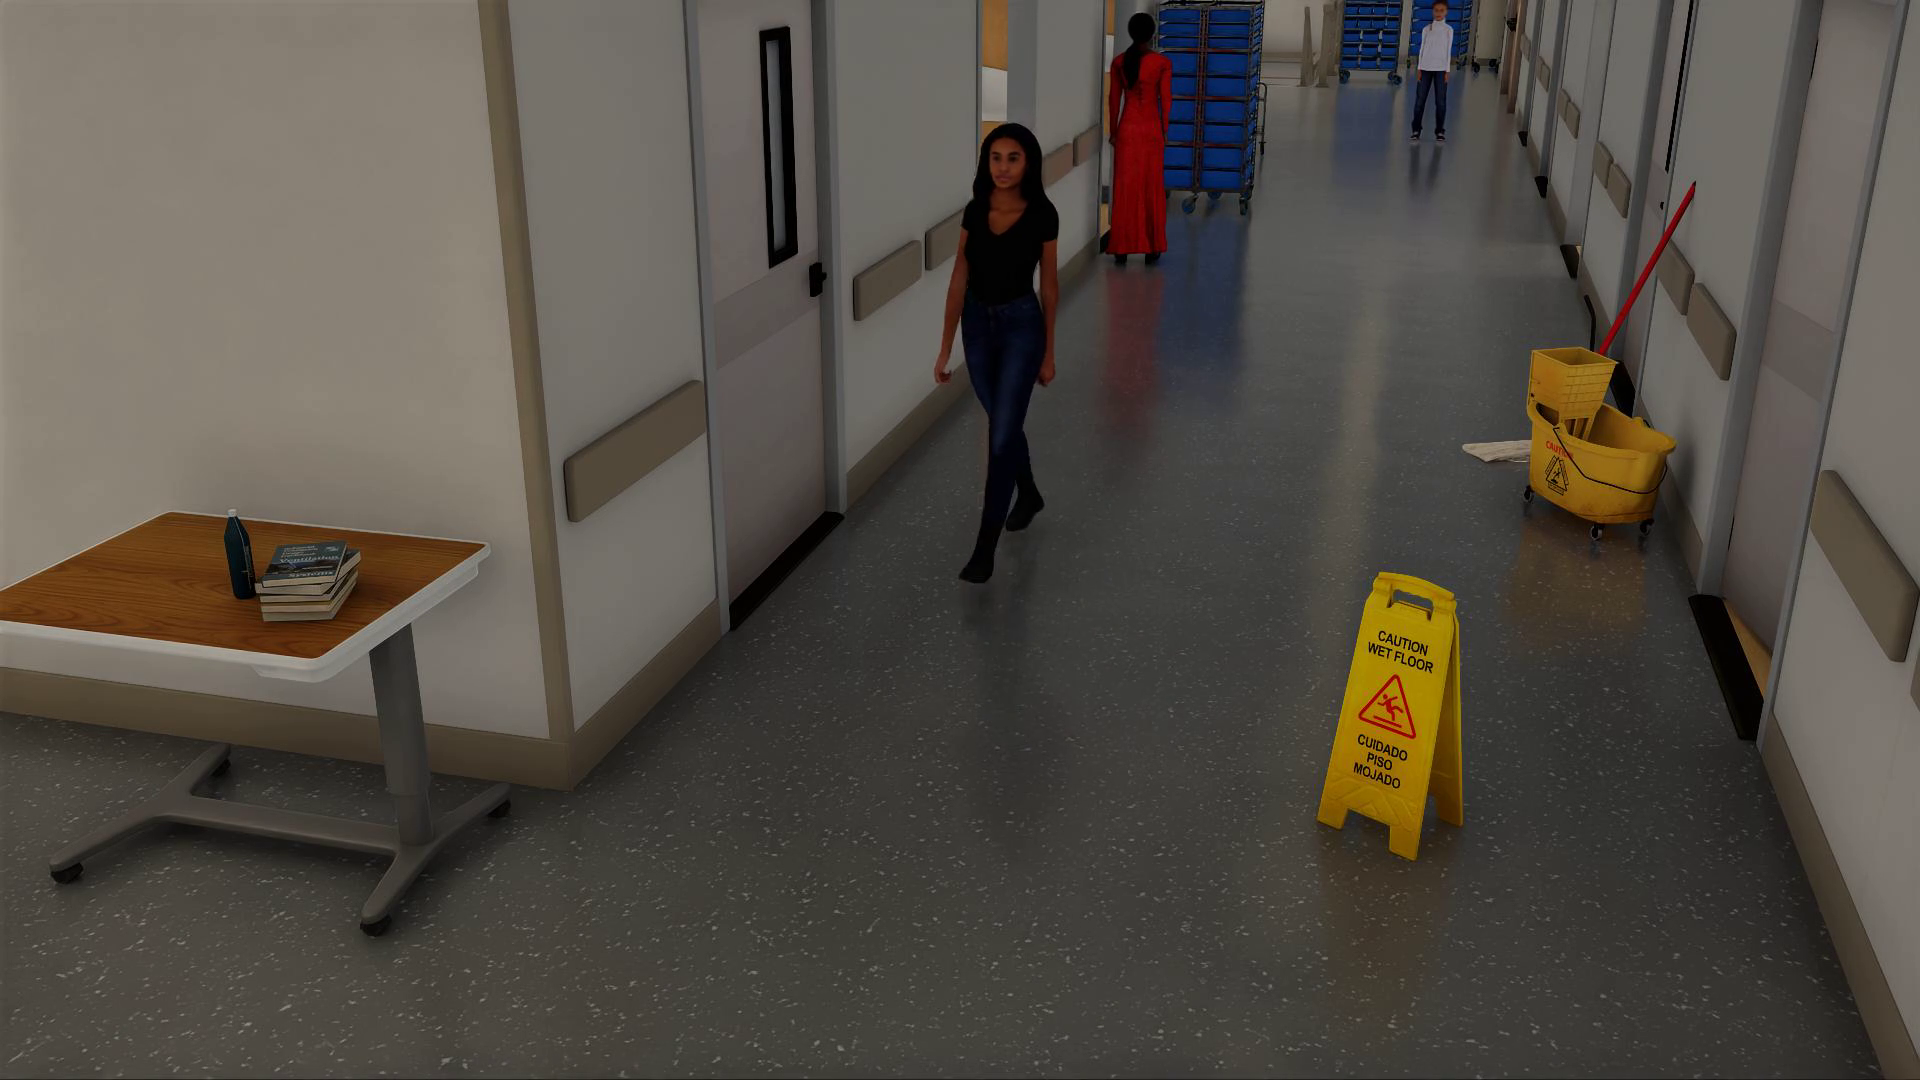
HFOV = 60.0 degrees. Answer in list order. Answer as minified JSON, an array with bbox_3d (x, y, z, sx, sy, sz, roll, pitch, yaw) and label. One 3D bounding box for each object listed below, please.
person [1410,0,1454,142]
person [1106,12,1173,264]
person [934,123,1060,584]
[{"bbox_3d":[5.345,-5.295,18.742,0.560,1.554,0.513,8,22,19],"label":"person"},{"bbox_3d":[1.305,-2.934,12.184,0.655,1.783,0.628,3,21,9],"label":"person"},{"bbox_3d":[0.192,-0.749,6.546,0.686,1.691,1.196,8,22,20],"label":"person"}]
